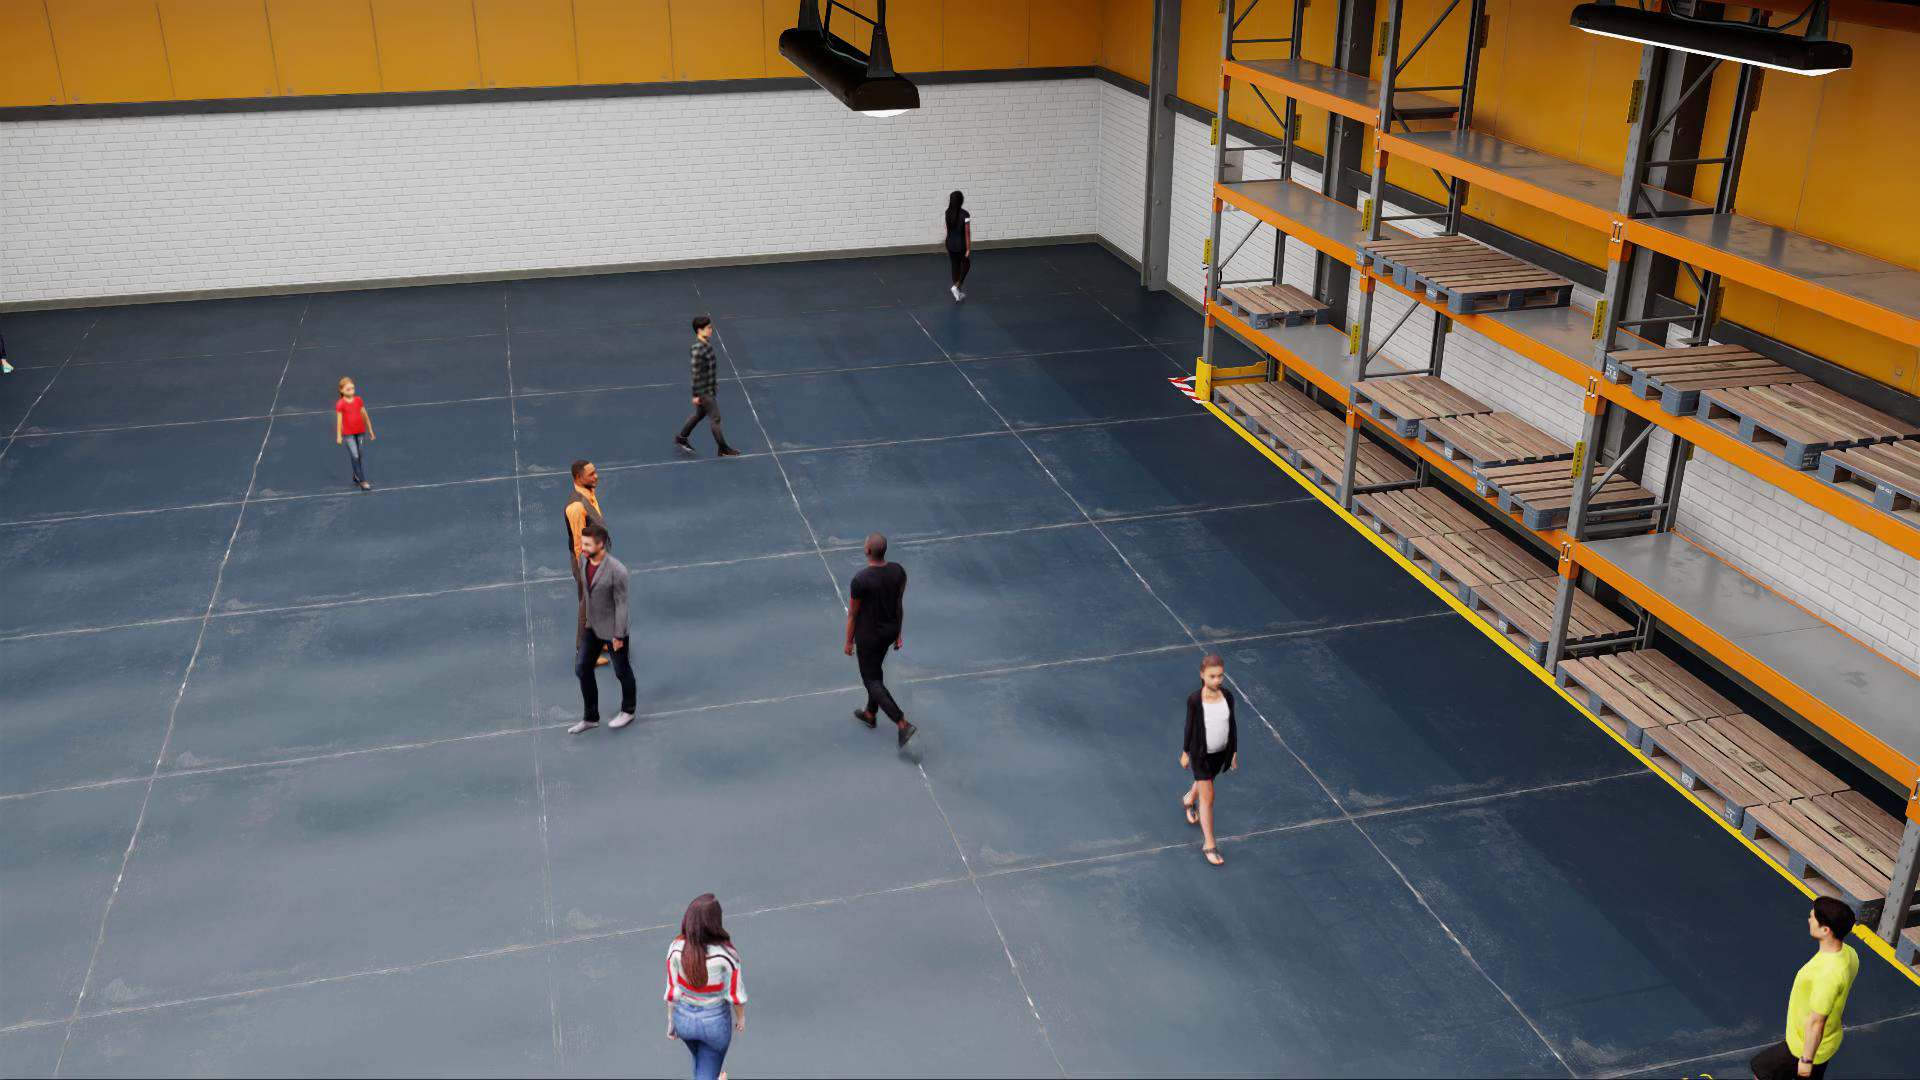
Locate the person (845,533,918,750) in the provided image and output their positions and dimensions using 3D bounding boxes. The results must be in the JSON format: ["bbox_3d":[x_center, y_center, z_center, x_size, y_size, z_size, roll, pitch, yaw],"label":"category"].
[{"bbox_3d":[-0.631,0.835,13.440,0.989,1.795,1.220,-19,30,-37],"label":"person"}]

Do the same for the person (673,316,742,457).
[{"bbox_3d":[-3.080,-1.794,19.486,0.962,1.692,1.119,2,24,5],"label":"person"}]

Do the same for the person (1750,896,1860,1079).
[{"bbox_3d":[4.777,2.757,9.169,0.836,1.696,0.800,19,30,36],"label":"person"}]

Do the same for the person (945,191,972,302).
[{"bbox_3d":[-0.074,-4.532,25.815,0.850,1.719,0.919,12,27,26],"label":"person"}]

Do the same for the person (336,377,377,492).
[{"bbox_3d":[-6.874,-1.219,18.768,0.860,1.292,0.743,20,30,37],"label":"person"}]

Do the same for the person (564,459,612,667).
[{"bbox_3d":[-3.316,0.178,14.805,0.825,1.906,0.658,0,24,1],"label":"person"}]

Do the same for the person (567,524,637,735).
[{"bbox_3d":[-2.855,0.693,13.693,0.970,1.853,1.026,14,27,30],"label":"person"}]

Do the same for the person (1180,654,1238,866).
[{"bbox_3d":[1.798,1.518,12.214,0.540,1.527,1.023,-6,24,-14],"label":"person"}]

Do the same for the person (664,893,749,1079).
[{"bbox_3d":[-1.467,2.762,9.308,0.856,1.575,1.022,5,24,11],"label":"person"}]
